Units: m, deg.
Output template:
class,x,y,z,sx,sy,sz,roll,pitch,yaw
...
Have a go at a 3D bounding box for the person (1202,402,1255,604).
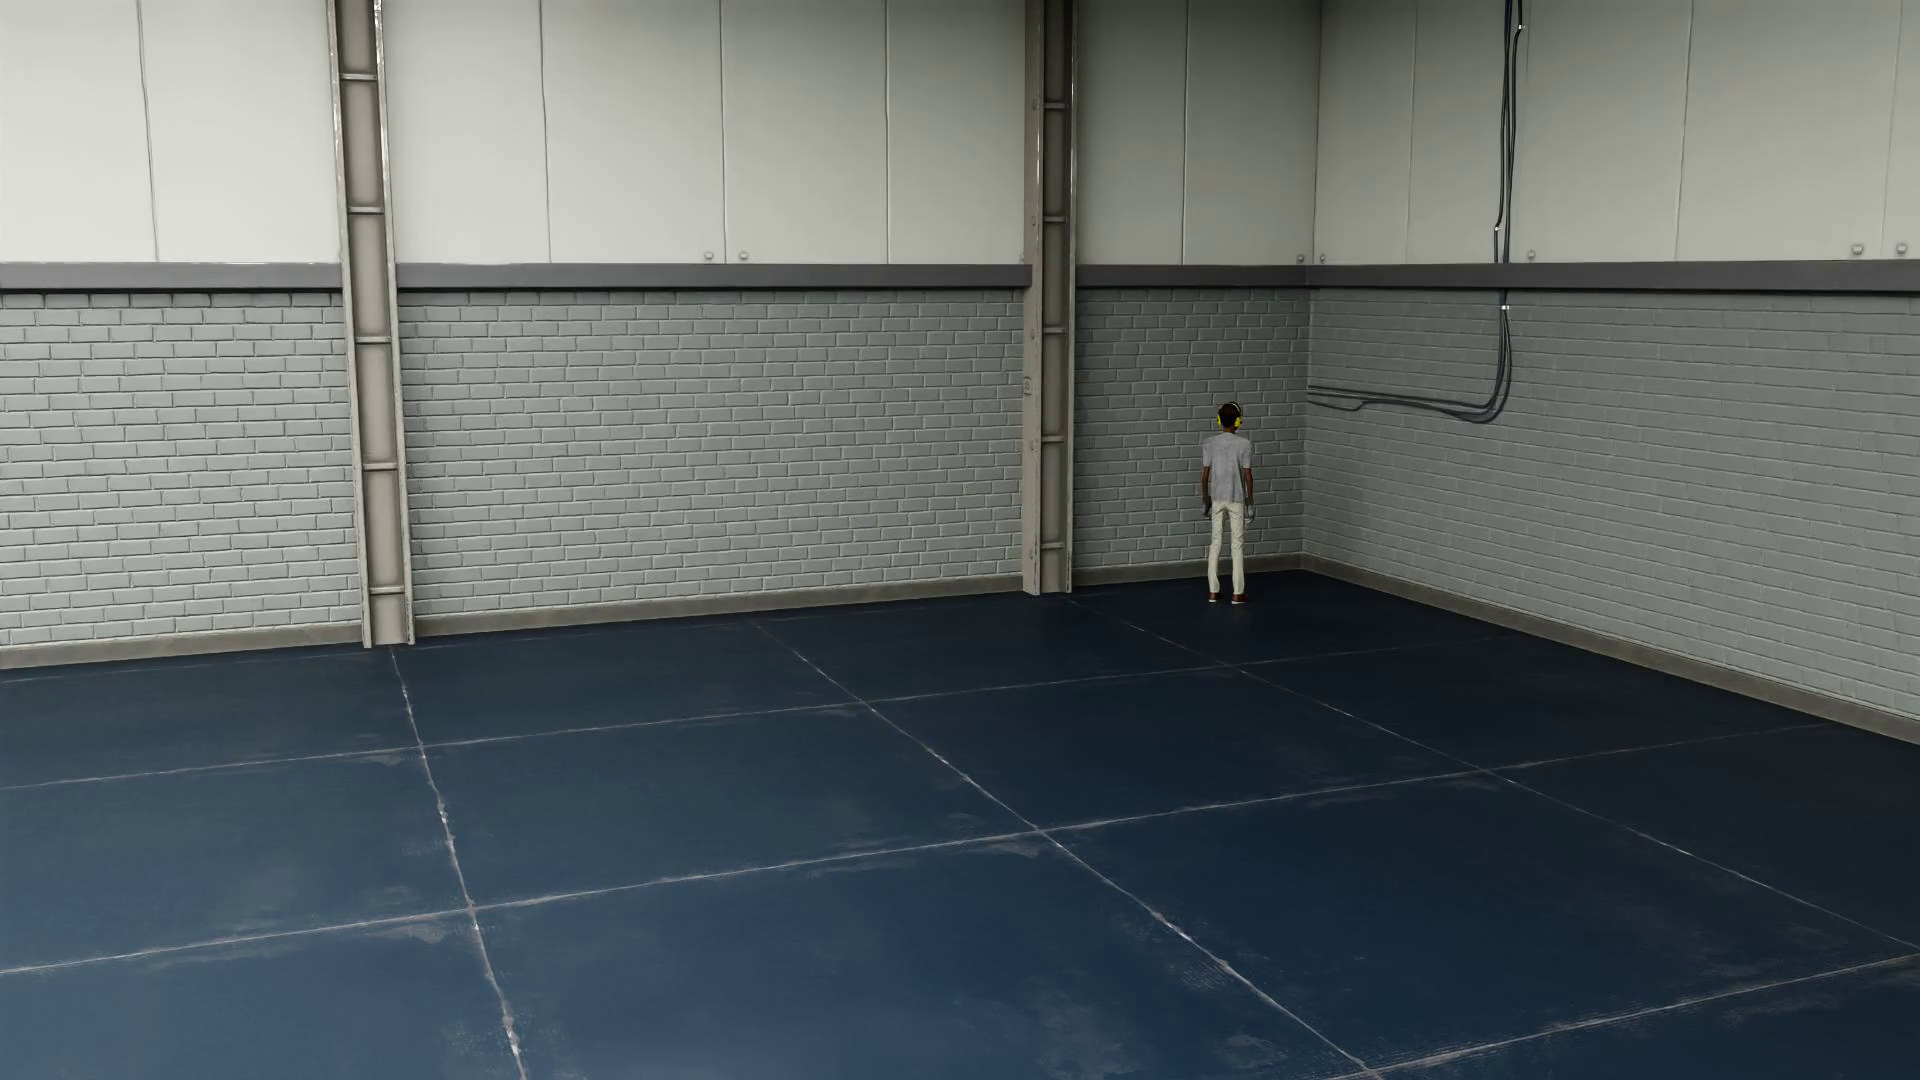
class,x,y,z,sx,sy,sz,roll,pitch,yaw
person,2.487,-0.344,15.405,0.518,1.874,0.327,5,10,29
